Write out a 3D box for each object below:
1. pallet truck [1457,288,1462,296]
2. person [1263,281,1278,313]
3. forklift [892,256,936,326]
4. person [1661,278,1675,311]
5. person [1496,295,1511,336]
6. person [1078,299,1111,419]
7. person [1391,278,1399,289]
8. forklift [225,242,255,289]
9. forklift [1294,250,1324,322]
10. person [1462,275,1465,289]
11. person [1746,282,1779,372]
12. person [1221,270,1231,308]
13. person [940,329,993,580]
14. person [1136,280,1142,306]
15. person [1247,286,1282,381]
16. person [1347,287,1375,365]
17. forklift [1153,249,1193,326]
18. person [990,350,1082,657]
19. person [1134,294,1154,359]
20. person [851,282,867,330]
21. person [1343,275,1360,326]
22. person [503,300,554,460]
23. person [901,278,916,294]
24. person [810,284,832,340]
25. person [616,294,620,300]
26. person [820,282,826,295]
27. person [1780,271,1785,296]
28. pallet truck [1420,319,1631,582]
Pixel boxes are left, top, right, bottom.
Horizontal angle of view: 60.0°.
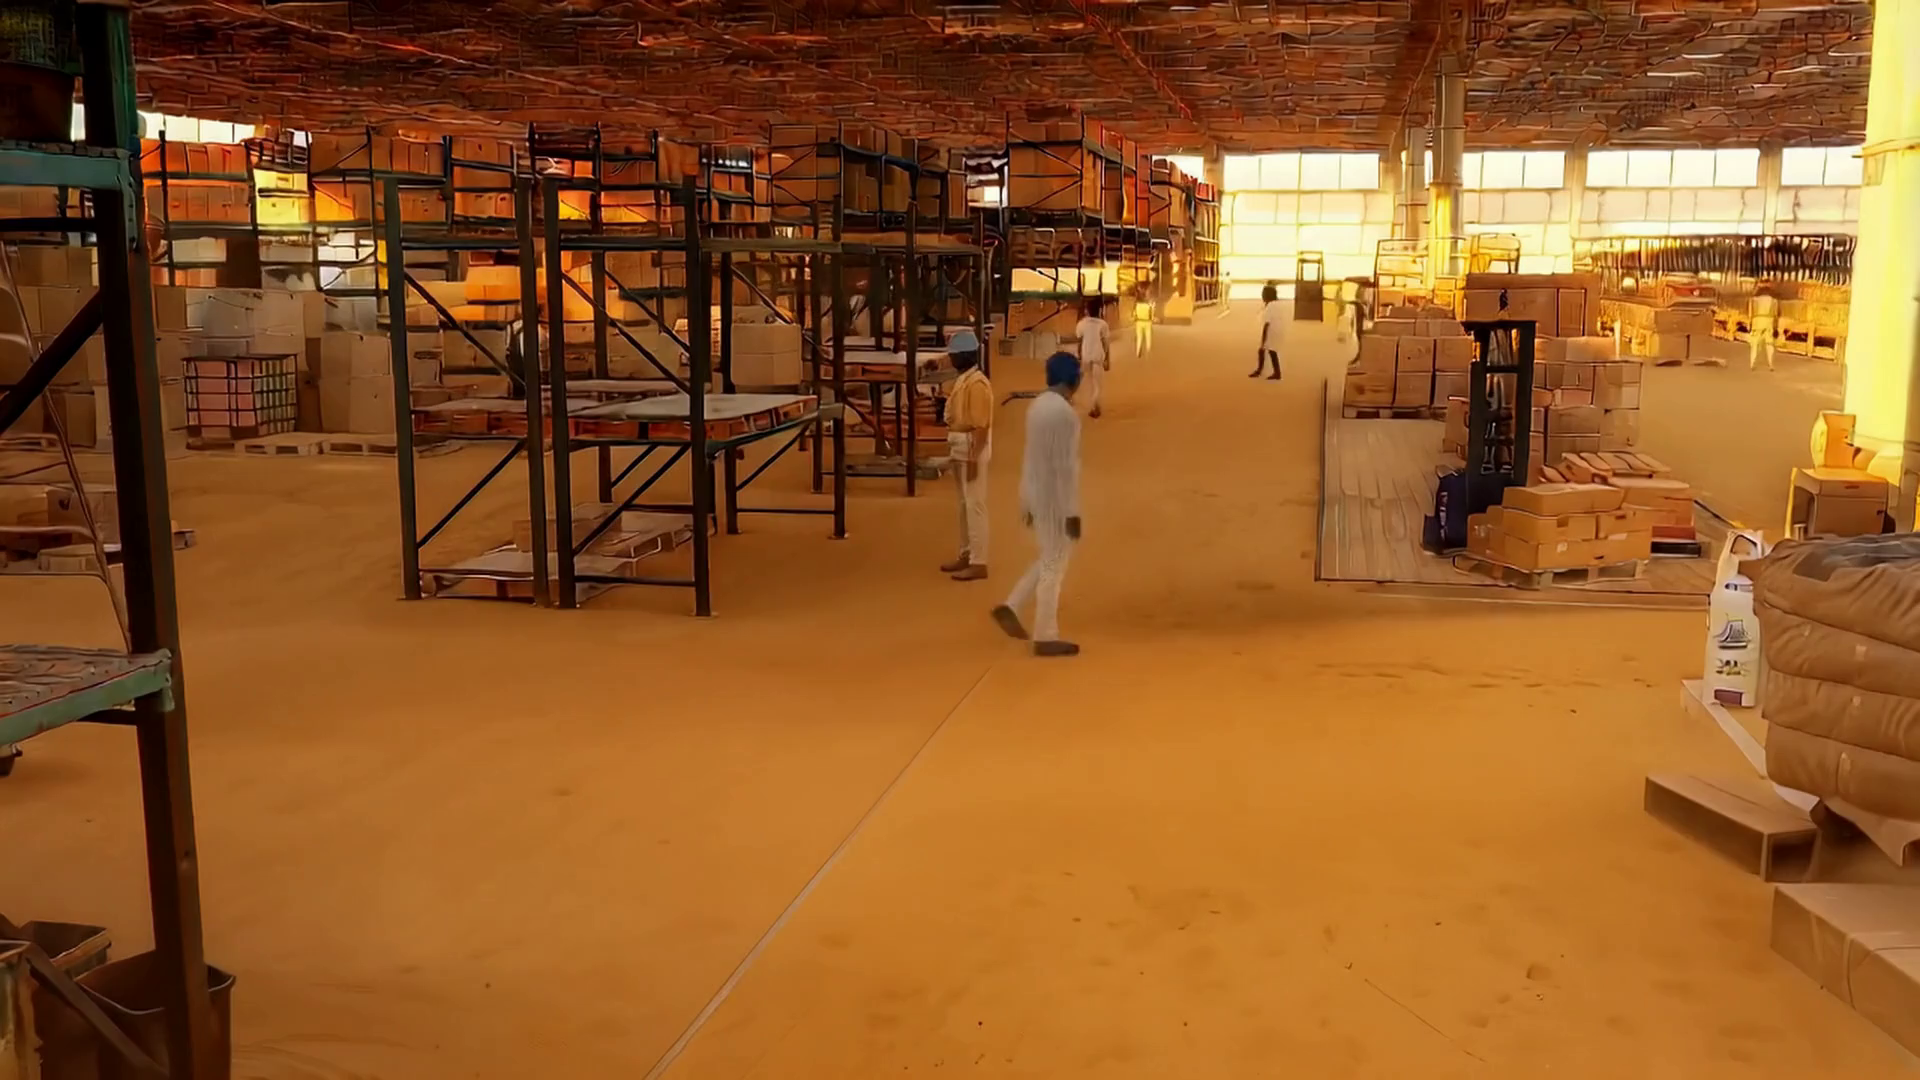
[{"bbox_3d":[20.506,-9.785,68.819,0.653,1.274,1.630,2,10,12],"label":"pallet truck"},{"bbox_3d":[10.078,-7.509,53.989,0.523,1.760,0.327,-4,10,-21],"label":"person"},{"bbox_3d":[-1.189,-5.827,40.710,1.129,2.768,1.873,2,10,12],"label":"forklift"},{"bbox_3d":[24.693,-8.222,58.046,0.403,1.817,0.602,7,12,34],"label":"person"},{"bbox_3d":[11.769,-4.450,36.059,0.318,1.697,0.536,2,10,14],"label":"person"},{"bbox_3d":[2.090,-2.808,25.859,0.560,1.853,0.450,3,10,16],"label":"person"},{"bbox_3d":[21.862,-12.418,83.403,0.511,1.643,0.308,2,10,10],"label":"person"},{"bbox_3d":[-15.410,-4.993,35.774,1.873,2.768,1.129,-7,12,-38],"label":"forklift"},{"bbox_3d":[13.778,-10.002,65.433,1.129,2.768,1.873,2,10,12],"label":"forklift"},{"bbox_3d":[22.432,-10.880,73.832,0.822,1.808,0.587,2,10,13],"label":"person"},{"bbox_3d":[17.696,-4.682,36.616,0.645,1.987,0.942,3,10,15],"label":"person"},{"bbox_3d":[13.577,-12.824,84.901,0.605,1.948,0.387,-5,11,-27],"label":"person"},{"bbox_3d":[0.059,-0.661,12.903,0.397,1.939,0.602,-2,10,-13],"label":"person"},{"bbox_3d":[6.474,-8.498,59.997,0.882,1.736,0.538,0,10,3],"label":"person"},{"bbox_3d":[6.196,-4.208,33.905,0.863,1.929,0.631,3,10,17],"label":"person"},{"bbox_3d":[8.413,-4.328,34.735,0.613,1.896,0.485,-8,13,-40],"label":"person"},{"bbox_3d":[7.646,-9.320,61.395,1.873,2.768,1.129,2,10,11],"label":"forklift"},{"bbox_3d":[0.535,-0.220,10.359,0.488,1.924,0.621,-2,10,-12],"label":"person"},{"bbox_3d":[4.576,-5.328,41.524,0.524,1.604,0.813,5,11,28],"label":"person"},{"bbox_3d":[-2.584,-5.543,41.907,0.621,1.915,0.550,-8,12,-39],"label":"person"},{"bbox_3d":[14.565,-8.922,61.997,0.652,1.881,0.562,6,11,33],"label":"person"},{"bbox_3d":[-5.273,-2.004,20.556,0.681,2.000,0.538,7,12,37],"label":"person"},{"bbox_3d":[-1.488,-6.214,45.699,0.631,1.972,0.789,3,10,15],"label":"person"},{"bbox_3d":[-3.028,-4.793,37.444,0.628,1.911,0.684,-8,13,-41],"label":"person"},{"bbox_3d":[-8.443,-5.239,40.927,0.523,1.631,0.315,0,10,1],"label":"person"},{"bbox_3d":[-3.513,-5.483,41.527,0.544,1.913,0.649,-6,11,-33],"label":"person"},{"bbox_3d":[39.480,-11.999,79.791,0.426,2.042,0.631,1,10,8],"label":"person"},{"bbox_3d":[4.543,-0.757,13.299,0.823,1.965,1.885,-4,10,-22],"label":"pallet truck"}]
